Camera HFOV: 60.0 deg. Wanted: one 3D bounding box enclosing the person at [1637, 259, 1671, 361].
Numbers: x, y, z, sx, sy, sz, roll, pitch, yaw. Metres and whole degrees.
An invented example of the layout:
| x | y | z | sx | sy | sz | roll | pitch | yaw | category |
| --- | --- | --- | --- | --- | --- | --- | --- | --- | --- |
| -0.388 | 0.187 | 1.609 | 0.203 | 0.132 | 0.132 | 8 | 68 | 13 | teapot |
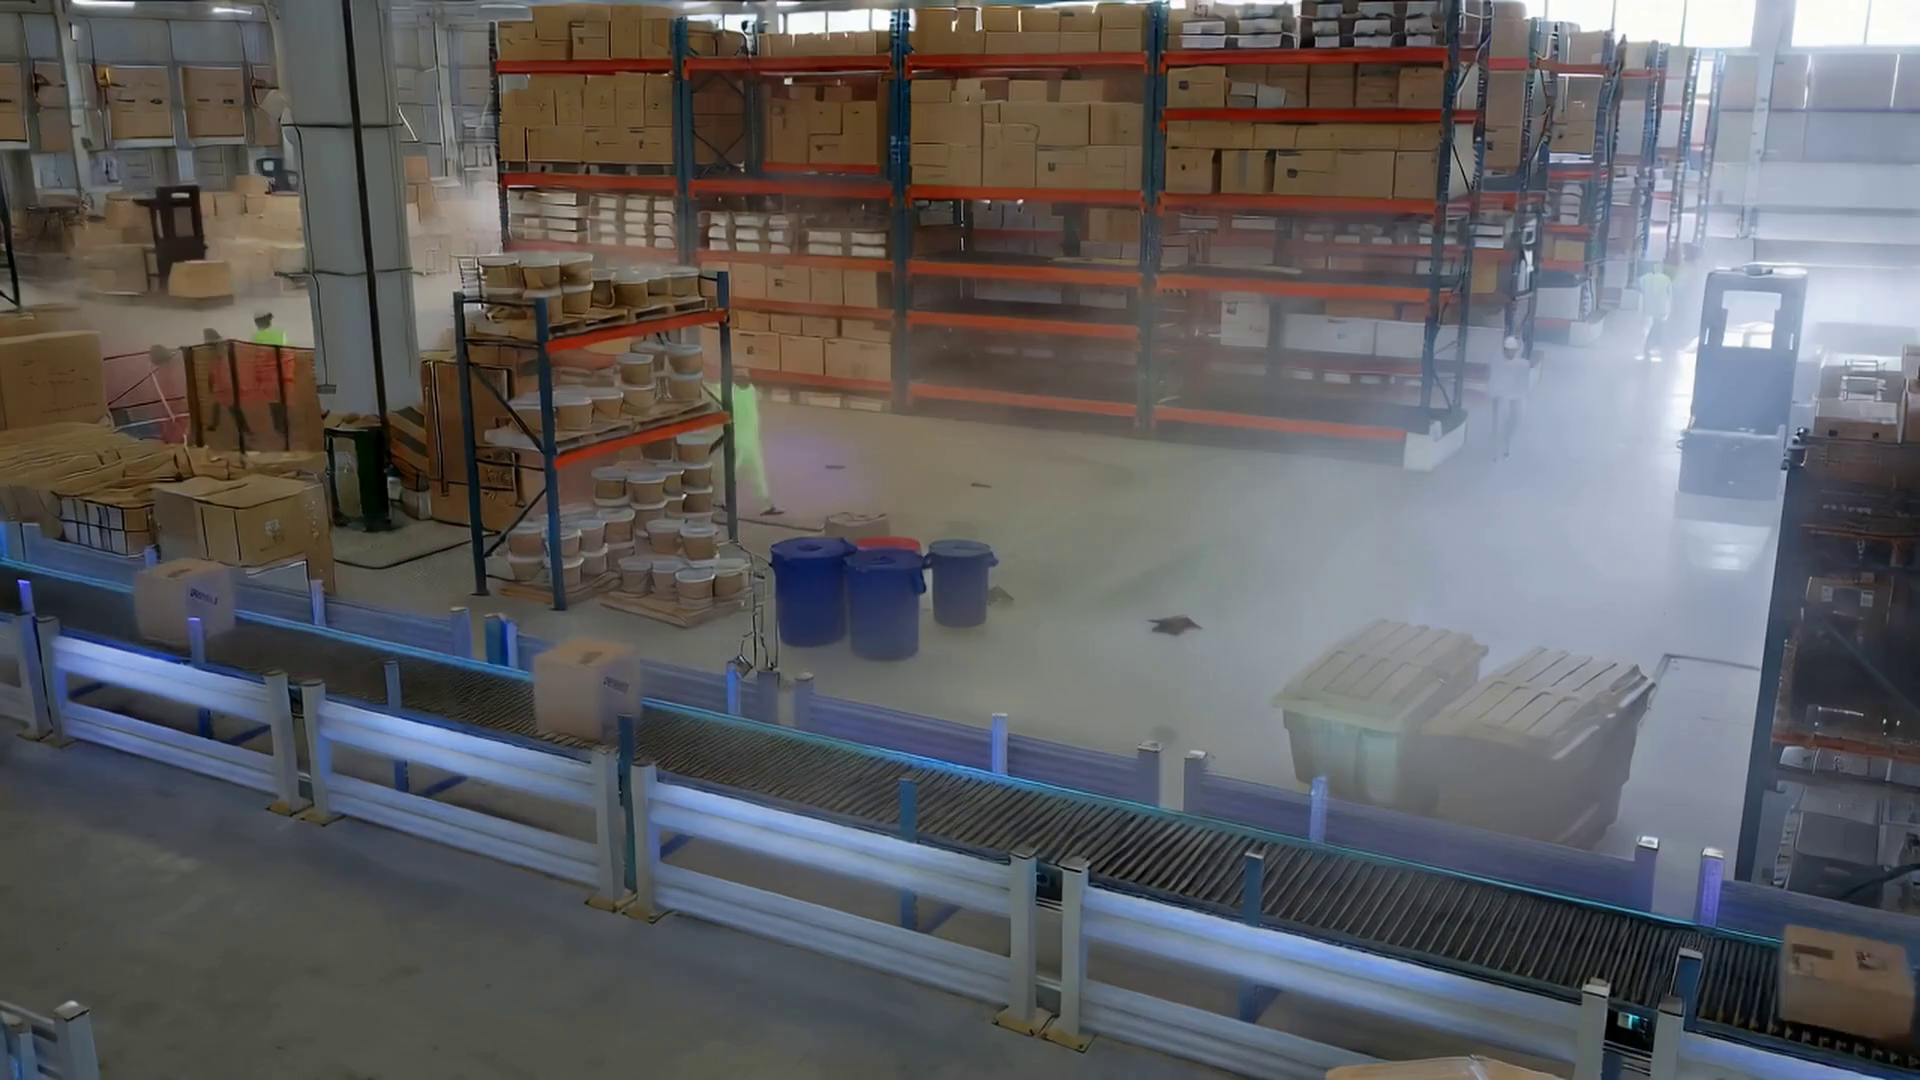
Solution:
| x | y | z | sx | sy | sz | roll | pitch | yaw | category |
| --- | --- | --- | --- | --- | --- | --- | --- | --- | --- |
| 13.032 | -4.305 | 31.174 | 0.399 | 1.899 | 0.646 | -9 | 17 | -30 | person |

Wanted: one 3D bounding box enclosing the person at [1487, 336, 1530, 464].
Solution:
| x | y | z | sx | sy | sz | roll | pitch | yaw | category |
| --- | --- | --- | --- | --- | --- | --- | --- | --- | --- |
| 7.404 | -1.909 | 22.494 | 0.535 | 1.713 | 0.928 | 5 | 16 | 20 | person |

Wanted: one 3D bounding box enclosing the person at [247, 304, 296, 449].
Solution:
| x | y | z | sx | sy | sz | roll | pitch | yaw | category |
| --- | --- | --- | --- | --- | --- | --- | --- | --- | --- |
| -9.680 | -2.286 | 23.335 | 0.534 | 2.020 | 0.620 | 7 | 16 | 25 | person |

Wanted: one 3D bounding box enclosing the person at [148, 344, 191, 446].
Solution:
| x | y | z | sx | sy | sz | roll | pitch | yaw | category |
| --- | --- | --- | --- | --- | --- | --- | --- | --- | --- |
| -10.827 | -1.847 | 22.496 | 0.804 | 1.596 | 0.539 | -3 | 15 | -11 | person |

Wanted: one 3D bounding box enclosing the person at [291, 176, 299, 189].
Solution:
| x | y | z | sx | sy | sz | roll | pitch | yaw | category |
| --- | --- | --- | --- | --- | --- | --- | --- | --- | --- |
| -27.146 | -14.134 | 68.057 | 0.596 | 1.925 | 0.372 | -13 | 20 | -41 | person |

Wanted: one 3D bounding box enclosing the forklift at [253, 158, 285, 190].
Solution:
| x | y | z | sx | sy | sz | roll | pitch | yaw | category |
| --- | --- | --- | --- | --- | --- | --- | --- | --- | --- |
| -23.585 | -11.676 | 56.994 | 1.873 | 2.768 | 1.129 | 8 | 17 | 28 | forklift |

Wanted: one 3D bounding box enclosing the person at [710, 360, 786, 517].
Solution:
| x | y | z | sx | sy | sz | roll | pitch | yaw | category |
| --- | --- | --- | --- | --- | --- | --- | --- | --- | --- |
| -2.580 | -1.190 | 19.550 | 1.011 | 1.858 | 0.665 | 8 | 17 | 29 | person |

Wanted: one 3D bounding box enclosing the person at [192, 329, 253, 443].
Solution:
| x | y | z | sx | sy | sz | roll | pitch | yaw | category |
| --- | --- | --- | --- | --- | --- | --- | --- | --- | --- |
| -10.549 | -2.182 | 23.654 | 0.904 | 1.643 | 0.535 | -1 | 15 | -3 | person |

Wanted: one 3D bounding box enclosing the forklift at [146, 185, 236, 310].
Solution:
| x | y | z | sx | sy | sz | roll | pitch | yaw | category |
| --- | --- | --- | --- | --- | --- | --- | --- | --- | --- |
| -18.132 | -6.879 | 38.959 | 1.873 | 2.768 | 1.129 | 8 | 17 | 28 | forklift |

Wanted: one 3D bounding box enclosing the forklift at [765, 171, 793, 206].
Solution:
| x | y | z | sx | sy | sz | roll | pitch | yaw | category |
| --- | --- | --- | --- | --- | --- | --- | --- | --- | --- |
| -5.710 | -10.508 | 52.602 | 1.129 | 2.768 | 1.873 | 8 | 17 | 28 | forklift |

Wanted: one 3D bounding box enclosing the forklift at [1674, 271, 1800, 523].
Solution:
| x | y | z | sx | sy | sz | roll | pitch | yaw | category |
| --- | --- | --- | --- | --- | --- | --- | --- | --- | --- |
| 9.269 | -1.763 | 19.726 | 1.129 | 2.768 | 1.873 | 8 | 17 | 27 | forklift |
